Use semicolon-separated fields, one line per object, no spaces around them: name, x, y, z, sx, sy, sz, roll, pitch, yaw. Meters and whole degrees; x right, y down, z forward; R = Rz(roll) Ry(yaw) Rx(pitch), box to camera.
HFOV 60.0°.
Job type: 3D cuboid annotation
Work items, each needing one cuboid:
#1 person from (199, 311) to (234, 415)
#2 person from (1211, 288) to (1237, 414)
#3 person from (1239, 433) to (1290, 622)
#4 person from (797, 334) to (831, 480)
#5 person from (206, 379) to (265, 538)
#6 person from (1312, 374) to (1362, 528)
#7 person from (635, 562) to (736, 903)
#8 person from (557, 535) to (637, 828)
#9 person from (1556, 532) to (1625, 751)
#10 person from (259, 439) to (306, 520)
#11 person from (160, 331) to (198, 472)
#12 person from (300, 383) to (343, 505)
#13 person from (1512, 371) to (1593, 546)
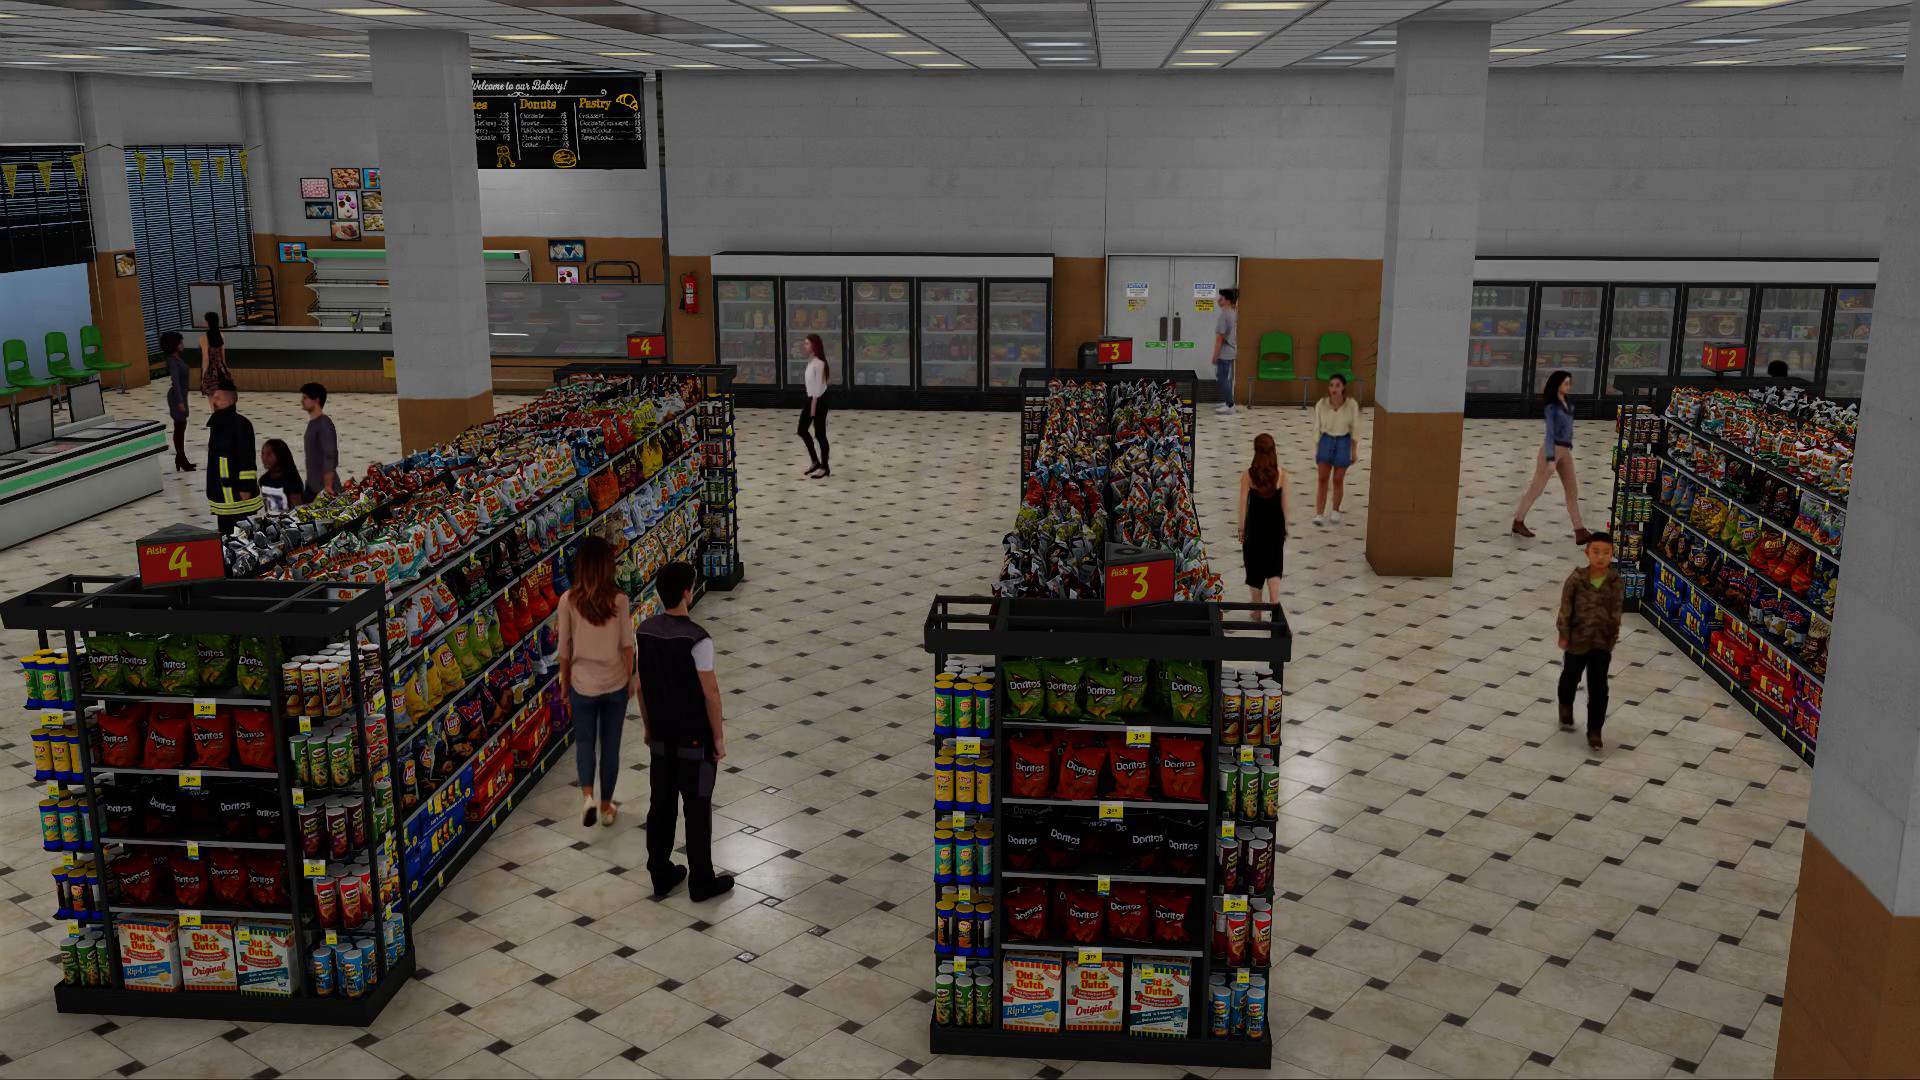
person;-9.960;-2.169;22.225;0.786;1.772;0.679;4;14;18
person;3.947;-2.780;24.582;0.877;1.850;0.609;8;16;31
person;2.561;-0.073;13.920;0.614;1.614;0.735;0;14;0
person;-1.629;-1.586;19.874;0.771;1.749;0.661;-4;14;-16
person;-6.730;-0.558;15.402;0.871;1.859;0.882;9;17;34
person;3.978;-0.943;17.552;0.812;1.593;1.091;4;14;18
person;-1.501;1.022;8.910;0.742;1.848;0.712;7;15;26
person;-2.105;0.871;9.679;0.697;1.778;0.872;-2;14;-8
person;4.267;0.648;11.337;0.671;1.430;1.012;3;14;12
person;-5.308;0.045;13.322;0.883;1.668;1.280;6;15;22
person;-9.627;-1.713;20.477;0.711;1.710;0.579;-5;14;-18
person;-5.771;-0.519;15.319;1.160;1.823;1.154;-9;17;-34
person;5.880;-0.800;16.700;1.162;1.717;1.203;-12;18;-40
